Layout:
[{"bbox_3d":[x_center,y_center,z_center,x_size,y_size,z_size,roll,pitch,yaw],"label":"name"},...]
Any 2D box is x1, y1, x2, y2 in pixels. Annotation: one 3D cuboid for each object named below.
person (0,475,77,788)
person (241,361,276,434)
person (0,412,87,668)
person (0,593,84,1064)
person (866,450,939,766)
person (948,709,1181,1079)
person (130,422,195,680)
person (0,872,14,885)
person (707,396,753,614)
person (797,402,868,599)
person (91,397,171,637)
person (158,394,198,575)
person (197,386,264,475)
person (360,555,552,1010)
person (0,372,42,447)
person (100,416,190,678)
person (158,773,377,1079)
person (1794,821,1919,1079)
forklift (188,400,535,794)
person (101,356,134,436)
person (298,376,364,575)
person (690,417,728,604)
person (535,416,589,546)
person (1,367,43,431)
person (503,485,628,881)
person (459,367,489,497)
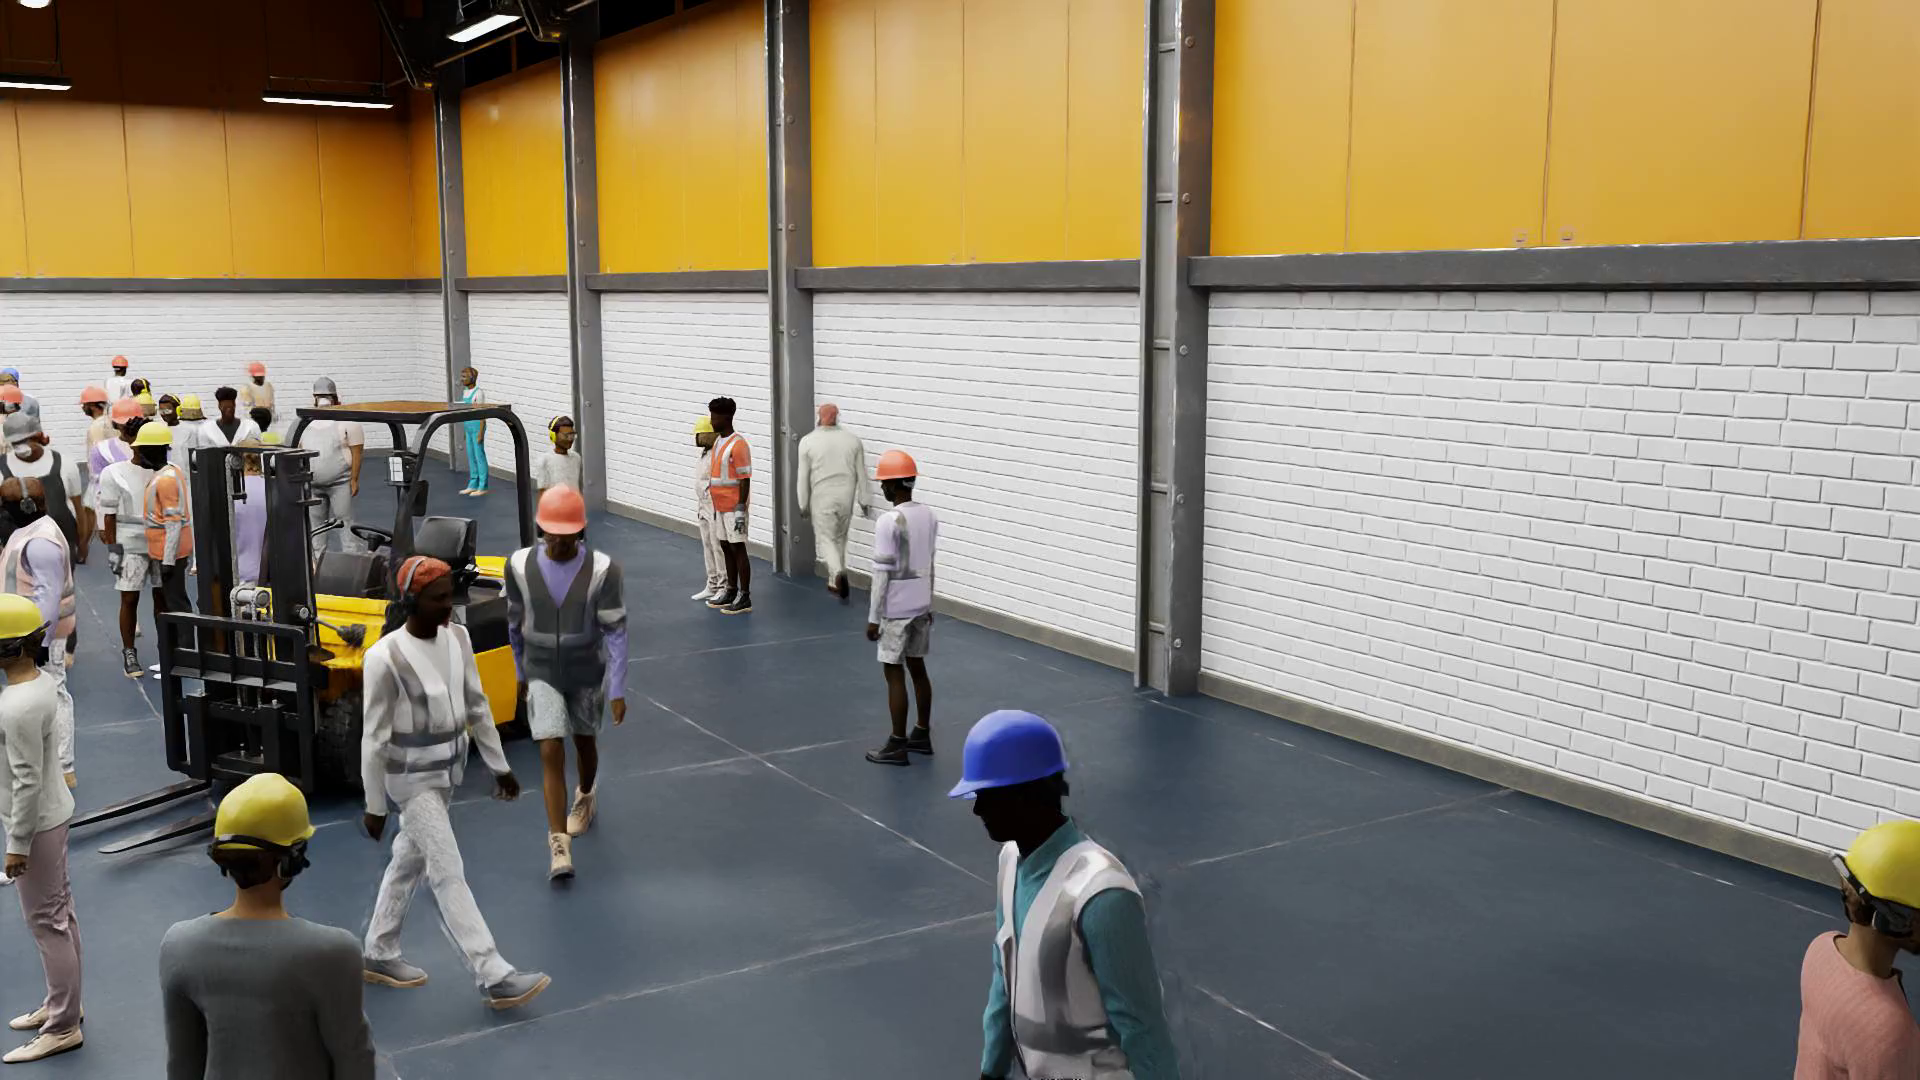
[{"bbox_3d":[-5.361,0.540,9.639,0.429,1.843,0.622,-6,10,-35],"label":"person"},{"bbox_3d":[-10.607,-1.773,25.152,0.833,1.881,0.556,7,11,41],"label":"person"},{"bbox_3d":[-7.222,-0.058,12.994,0.685,2.000,0.968,-5,10,-28],"label":"person"},{"bbox_3d":[-3.525,1.073,6.292,0.310,1.769,0.523,-4,9,-23],"label":"person"},{"bbox_3d":[-0.368,0.408,10.227,0.375,1.929,0.558,5,10,31],"label":"person"},{"bbox_3d":[0.275,1.347,4.040,0.761,1.885,0.637,-2,9,-15],"label":"person"},{"bbox_3d":[-5.943,0.079,12.449,0.378,1.928,0.585,-4,9,-26],"label":"person"},{"bbox_3d":[-4.814,0.764,7.865,0.377,1.917,0.600,0,8,3],"label":"person"},{"bbox_3d":[-2.082,-0.319,15.004,0.363,1.962,0.612,-5,10,-29],"label":"person"},{"bbox_3d":[-1.182,-0.367,15.702,0.707,1.857,0.835,-4,9,-24],"label":"person"},{"bbox_3d":[-6.898,-0.189,13.938,0.618,2.028,0.410,-6,10,-34],"label":"person"},{"bbox_3d":[-7.999,-0.562,17.014,0.512,1.861,0.325,1,8,4],"label":"person"},{"bbox_3d":[-7.433,-0.605,16.987,0.627,1.948,0.456,-4,9,-25],"label":"person"},{"bbox_3d":[-2.086,0.974,6.730,0.982,1.828,0.600,3,9,17],"label":"person"},{"bbox_3d":[-11.538,-1.079,20.276,0.636,1.928,0.383,-5,10,-29],"label":"person"},{"bbox_3d":[-6.150,0.040,12.581,0.373,1.966,0.607,8,11,42],"label":"person"},{"bbox_3d":[-1.619,1.425,3.962,0.530,1.761,0.339,2,9,13],"label":"person"},{"bbox_3d":[1.991,1.467,3.681,0.343,1.755,0.531,2,9,13],"label":"person"},{"bbox_3d":[-3.529,0.258,10.348,1.214,2.155,2.313,4,9,25],"label":"forklift"},{"bbox_3d":[-12.989,-1.912,25.942,0.565,1.899,0.785,2,9,15],"label":"person"},{"bbox_3d":[-6.442,-0.641,16.924,0.684,2.000,0.538,1,9,8],"label":"person"},{"bbox_3d":[-2.326,-0.273,15.440,0.320,1.742,0.492,-5,10,-31],"label":"person"},{"bbox_3d":[-3.339,-0.115,13.983,0.309,1.861,0.533,5,10,31],"label":"person"},{"bbox_3d":[-12.075,-1.237,21.294,0.605,1.939,0.416,-5,10,-32],"label":"person"},{"bbox_3d":[-1.974,0.672,8.405,0.613,1.951,1.137,-1,8,-6],"label":"person"},{"bbox_3d":[-6.894,-1.531,23.580,0.350,1.846,0.506,-8,11,-42],"label":"person"}]
